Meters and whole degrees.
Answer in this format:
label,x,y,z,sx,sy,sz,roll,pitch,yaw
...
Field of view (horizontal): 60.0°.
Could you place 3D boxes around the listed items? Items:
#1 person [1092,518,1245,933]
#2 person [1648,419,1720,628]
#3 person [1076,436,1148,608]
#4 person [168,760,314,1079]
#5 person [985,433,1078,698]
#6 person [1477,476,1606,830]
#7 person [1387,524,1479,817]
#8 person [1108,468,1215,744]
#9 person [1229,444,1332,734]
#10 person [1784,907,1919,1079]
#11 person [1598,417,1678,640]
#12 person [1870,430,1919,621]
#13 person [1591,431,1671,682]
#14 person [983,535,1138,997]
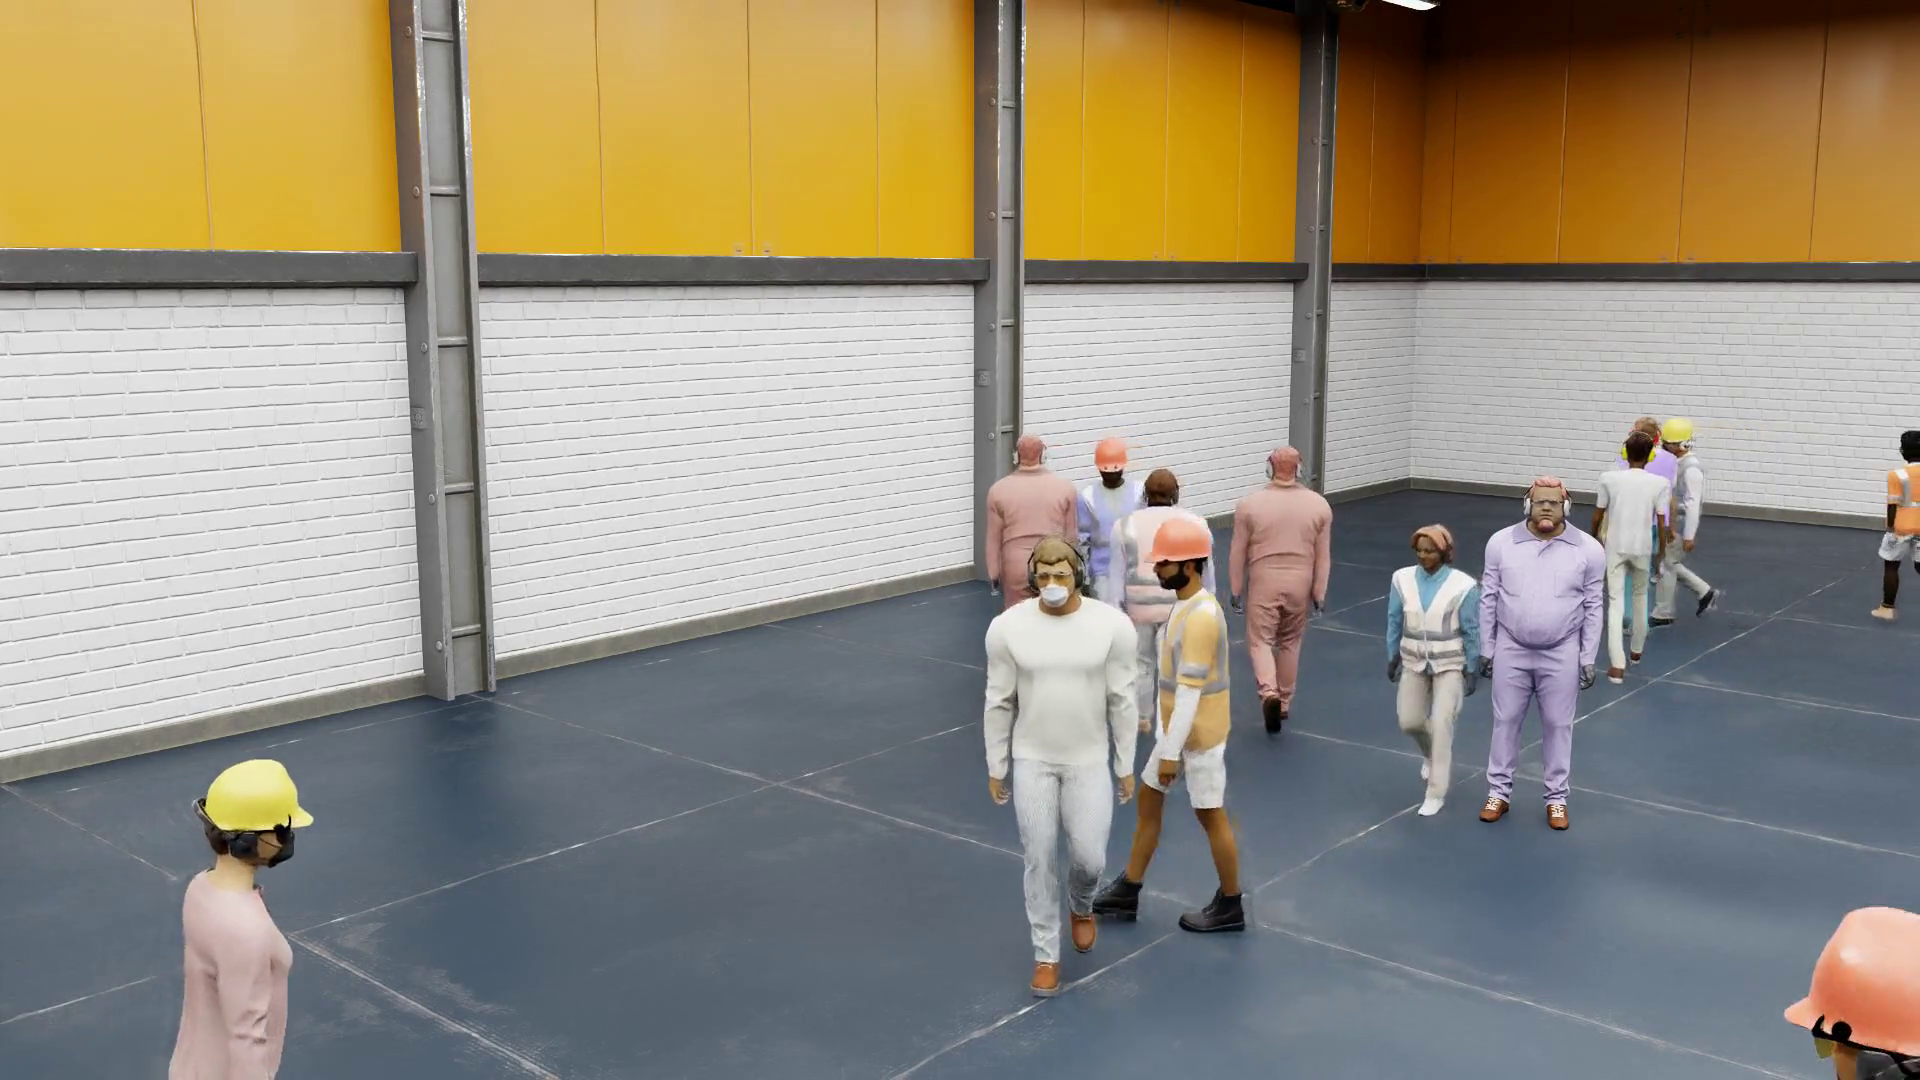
label,x,y,z,sx,sy,sz,roll,pitch,yaw
person,0.901,0.849,7.446,0.887,1.900,0.581,0,9,-1
person,6.073,-0.128,13.941,0.645,1.796,0.640,1,9,4
person,1.103,0.205,11.523,0.606,1.896,0.704,1,9,9
person,-1.961,1.432,4.313,0.628,1.740,0.554,-6,11,-35
person,0.496,0.201,11.560,0.653,1.888,0.493,0,9,3
person,3.116,0.602,8.983,0.643,1.913,0.408,4,10,22
person,2.676,0.694,9.319,0.530,1.620,0.573,7,11,37
person,1.261,0.444,10.370,0.653,1.779,1.002,2,9,10
person,2.095,0.314,10.900,0.655,1.882,0.821,0,9,1
person,1.452,1.557,2.722,0.632,1.993,0.981,-4,10,-22
person,5.571,-0.105,13.749,0.668,1.803,0.669,-3,9,-17
person,8.090,-0.094,14.067,0.532,1.676,0.703,-1,9,-6
person,4.977,0.100,12.433,0.541,1.823,0.961,3,10,18
person,0.416,0.919,6.957,0.644,1.919,0.513,1,9,8
